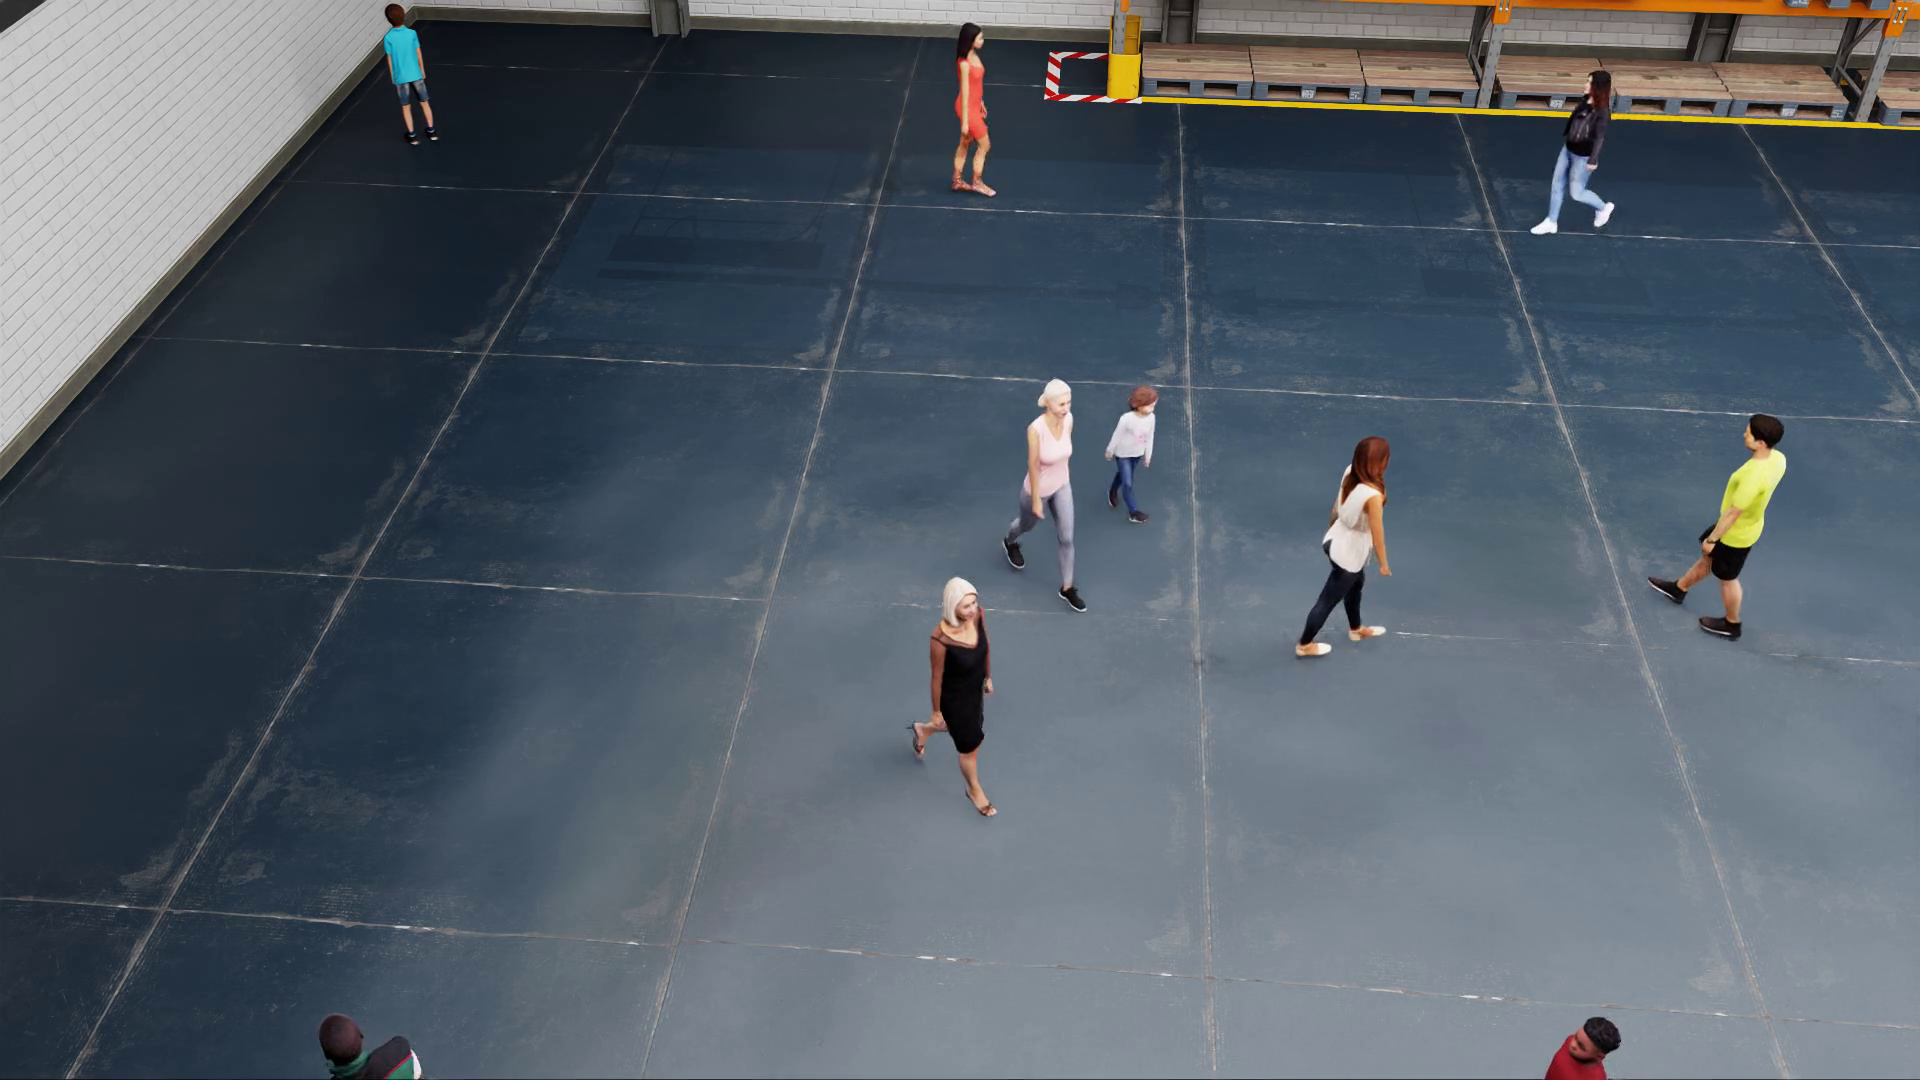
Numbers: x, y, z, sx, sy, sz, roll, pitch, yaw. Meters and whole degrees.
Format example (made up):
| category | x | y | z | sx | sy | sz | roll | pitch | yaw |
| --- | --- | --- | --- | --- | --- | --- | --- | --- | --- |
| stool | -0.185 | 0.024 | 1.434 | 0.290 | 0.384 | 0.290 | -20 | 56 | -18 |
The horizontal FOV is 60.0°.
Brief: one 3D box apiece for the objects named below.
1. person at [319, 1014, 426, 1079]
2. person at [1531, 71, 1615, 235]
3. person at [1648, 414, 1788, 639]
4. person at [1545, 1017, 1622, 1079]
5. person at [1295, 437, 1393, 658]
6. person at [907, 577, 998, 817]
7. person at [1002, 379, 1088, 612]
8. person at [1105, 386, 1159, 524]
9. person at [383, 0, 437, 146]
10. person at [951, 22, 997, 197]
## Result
| category | x | y | z | sx | sy | sz | roll | pitch | yaw |
| --- | --- | --- | --- | --- | --- | --- | --- | --- | --- |
| person | -2.483 | 2.755 | 7.345 | 1.222 | 1.816 | 1.111 | 31 | 48 | 33 |
| person | 5.808 | -3.564 | 15.420 | 1.012 | 1.614 | 0.769 | -5 | 39 | -6 |
| person | 5.202 | -0.063 | 10.982 | 1.059 | 1.680 | 0.935 | 26 | 46 | 29 |
| person | 2.963 | 2.683 | 7.909 | 0.904 | 1.225 | 0.675 | -8 | 39 | -9 |
| person | 2.404 | 0.092 | 10.724 | 0.966 | 1.761 | 0.764 | -7 | 39 | -8 |
| person | -0.046 | 0.865 | 9.787 | 1.085 | 1.722 | 0.954 | 29 | 47 | 31 |
| person | 0.528 | -0.384 | 11.377 | 1.106 | 1.690 | 1.039 | -21 | 43 | -24 |
| person | 1.209 | -0.678 | 12.232 | 0.745 | 1.081 | 0.763 | -14 | 41 | -17 |
| person | -5.684 | -4.798 | 17.098 | 0.583 | 1.448 | 0.653 | -24 | 45 | -27 |
| person | 0.005 | -4.148 | 16.079 | 0.669 | 1.704 | 0.600 | 3 | 39 | 4 |
